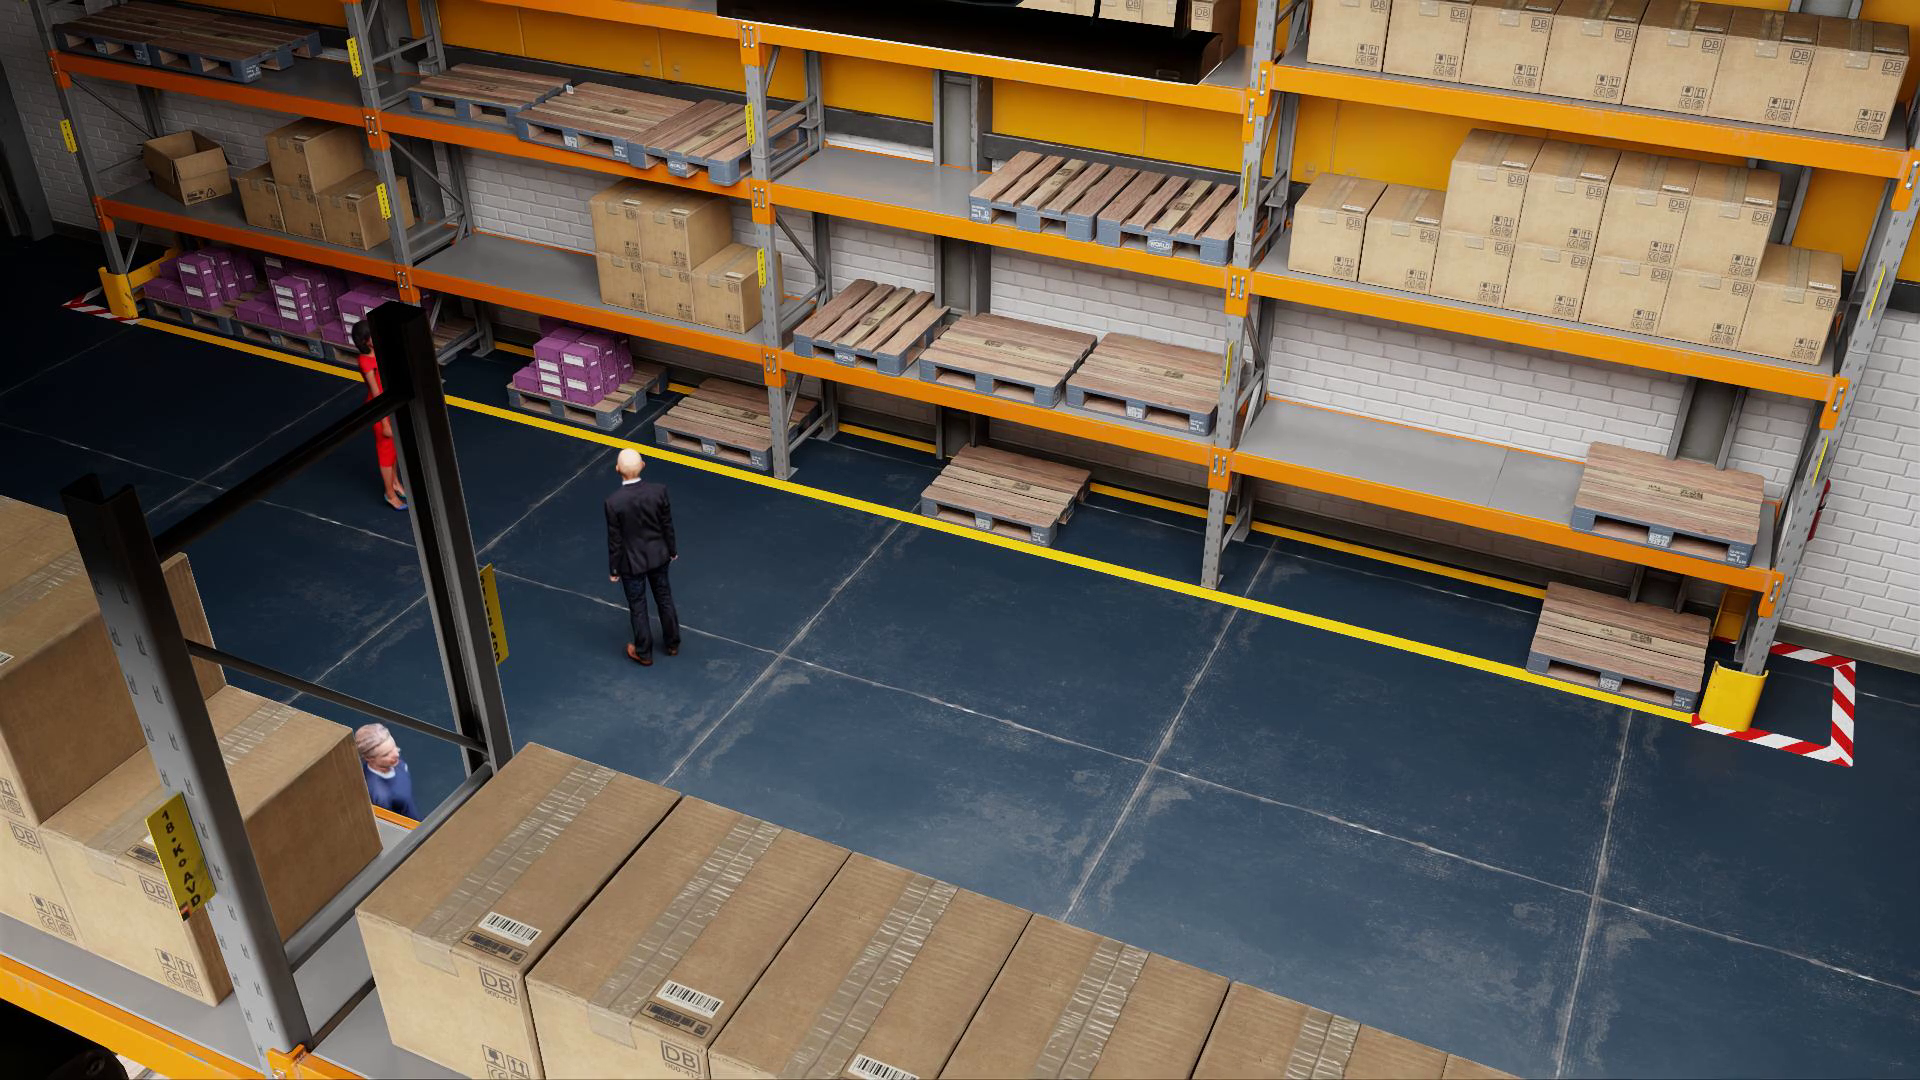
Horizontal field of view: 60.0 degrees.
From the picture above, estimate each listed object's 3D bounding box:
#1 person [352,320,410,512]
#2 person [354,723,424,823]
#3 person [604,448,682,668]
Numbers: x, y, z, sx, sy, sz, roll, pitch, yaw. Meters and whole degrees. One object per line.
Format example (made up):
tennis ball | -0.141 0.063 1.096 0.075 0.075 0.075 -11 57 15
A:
person | -4.893 -1.067 14.114 0.655 1.743 0.645 -3 34 -4
person | -3.272 1.801 9.696 0.786 1.857 0.788 -6 34 -10
person | -2.342 0.128 12.266 0.775 1.798 0.775 -19 38 -26
